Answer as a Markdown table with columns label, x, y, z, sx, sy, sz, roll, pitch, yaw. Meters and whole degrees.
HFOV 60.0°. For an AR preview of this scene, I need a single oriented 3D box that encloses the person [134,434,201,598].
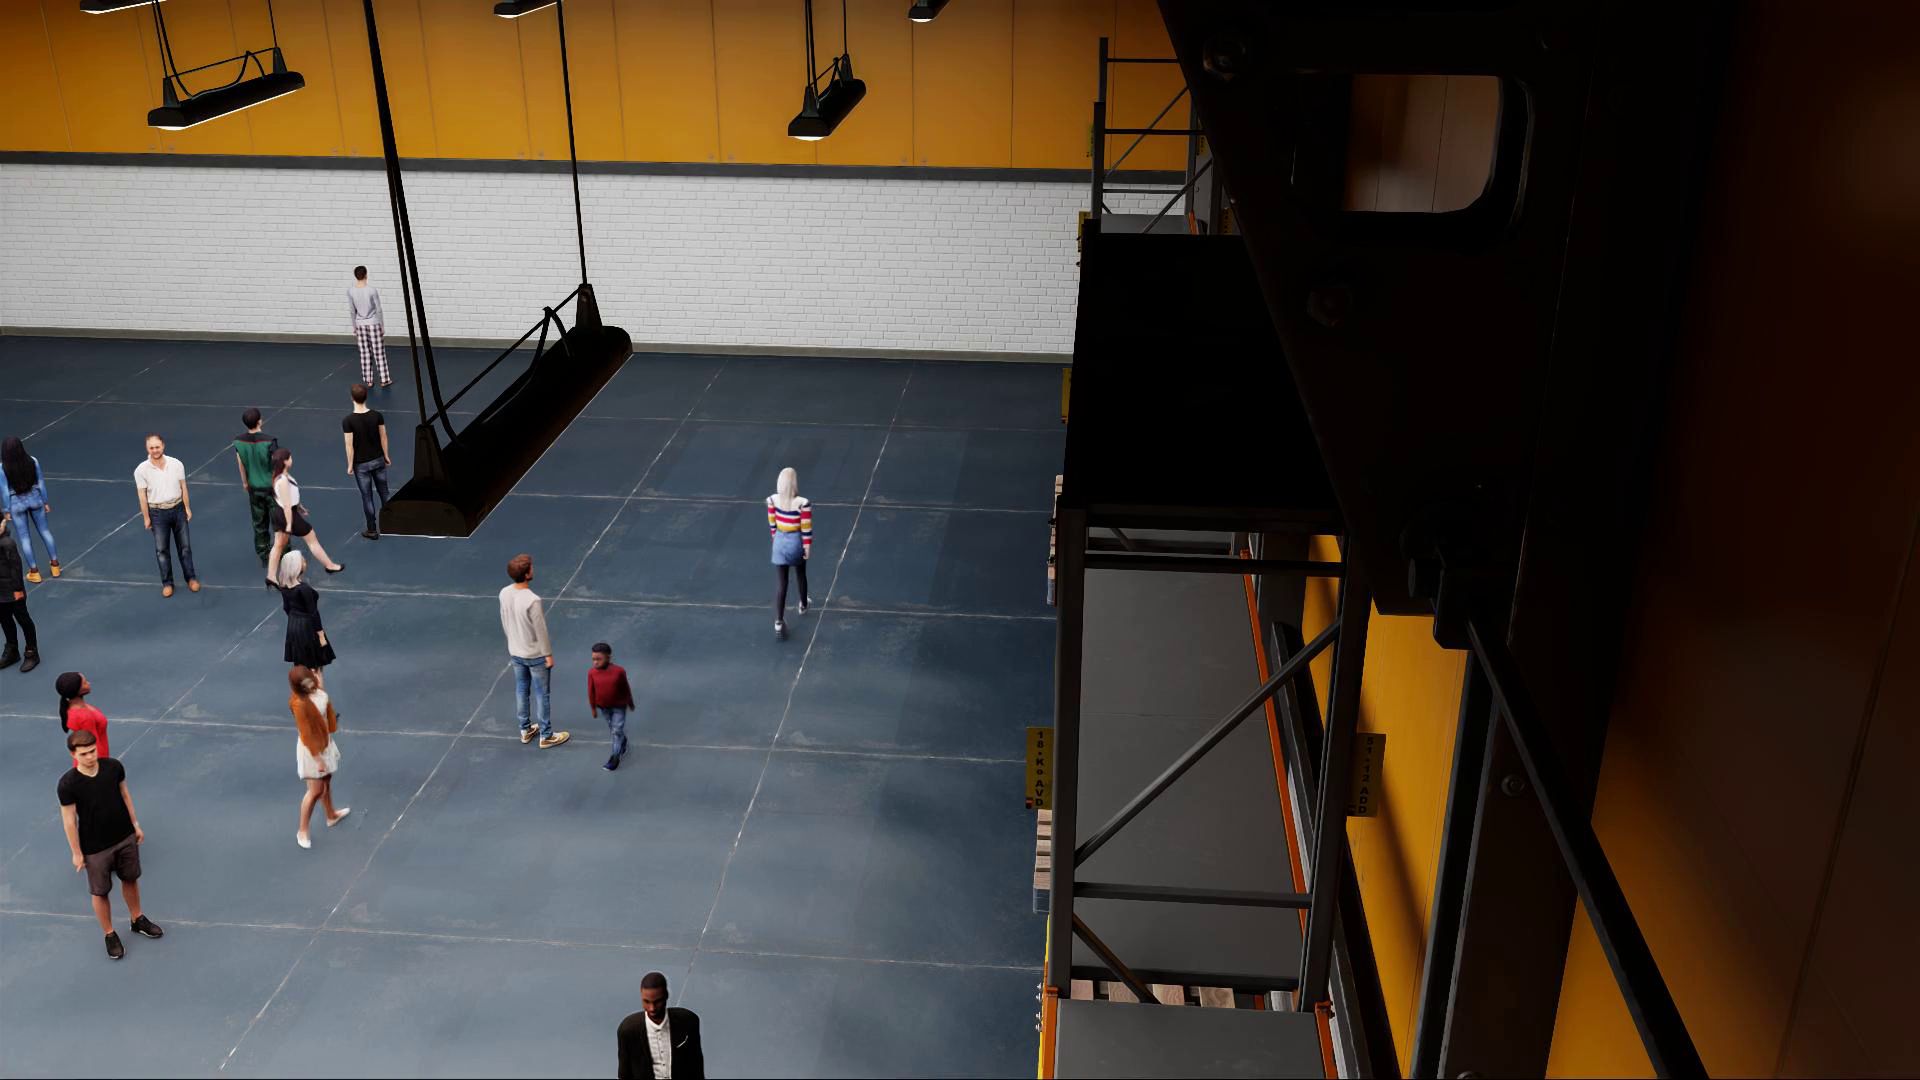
| label | x | y | z | sx | sy | sz | roll | pitch | yaw |
| --- | --- | --- | --- | --- | --- | --- | --- | --- | --- |
| person | -8.773 | -0.313 | 18.405 | 0.753 | 1.856 | 0.775 | -13 | 27 | -27 |

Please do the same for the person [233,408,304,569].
| label | x | y | z | sx | sy | sz | roll | pitch | yaw |
| --- | --- | --- | --- | --- | --- | --- | --- | --- | --- |
| person | -7.944 | -0.604 | 19.015 | 0.672 | 1.901 | 0.550 | 2 | 24 | 6 |

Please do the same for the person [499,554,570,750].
| label | x | y | z | sx | sy | sz | roll | pitch | yaw |
| --- | --- | --- | --- | --- | --- | --- | --- | --- | --- |
| person | -3.963 | 1.019 | 15.296 | 0.752 | 1.904 | 0.729 | 13 | 27 | 27 |

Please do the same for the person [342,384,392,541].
| label | x | y | z | sx | sy | sz | roll | pitch | yaw |
| --- | --- | --- | --- | --- | --- | --- | --- | --- | --- |
| person | -7.022 | -0.935 | 19.775 | 0.750 | 1.897 | 0.805 | -18 | 29 | -35 |

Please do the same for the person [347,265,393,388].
| label | x | y | z | sx | sy | sz | roll | pitch | yaw |
| --- | --- | --- | --- | --- | --- | --- | --- | --- | --- |
| person | -8.920 | -3.221 | 25.068 | 0.640 | 1.847 | 0.558 | 0 | 24 | 0 |

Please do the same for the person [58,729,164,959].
| label | x | y | z | sx | sy | sz | roll | pitch | yaw |
| --- | --- | --- | --- | --- | --- | --- | --- | --- | --- |
| person | -6.446 | 2.239 | 12.560 | 0.834 | 1.861 | 0.710 | 16 | 29 | 33 |

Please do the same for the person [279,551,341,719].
| label | x | y | z | sx | sy | sz | roll | pitch | yaw |
| --- | --- | --- | --- | --- | --- | --- | --- | --- | --- |
| person | -6.190 | 0.900 | 15.767 | 0.697 | 1.746 | 0.712 | 14 | 27 | 29 |

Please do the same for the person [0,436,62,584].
| label | x | y | z | sx | sy | sz | roll | pitch | yaw |
| --- | --- | --- | --- | --- | --- | --- | --- | --- | --- |
| person | -10.483 | -0.361 | 18.692 | 0.744 | 1.712 | 0.659 | 21 | 31 | 39 |

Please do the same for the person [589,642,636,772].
| label | x | y | z | sx | sy | sz | roll | pitch | yaw |
| --- | --- | --- | --- | --- | --- | --- | --- | --- | --- |
| person | -3.141 | 1.455 | 15.152 | 0.535 | 1.221 | 0.851 | 1 | 24 | 3 |

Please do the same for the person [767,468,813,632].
| label | x | y | z | sx | sy | sz | roll | pitch | yaw |
| --- | --- | --- | --- | --- | --- | --- | --- | --- | --- |
| person | -1.837 | 0.120 | 17.518 | 0.706 | 1.772 | 1.122 | 4 | 24 | 9 |

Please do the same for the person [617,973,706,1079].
| label | x | y | z | sx | sy | sz | roll | pitch | yaw |
| --- | --- | --- | --- | --- | --- | --- | --- | --- | --- |
| person | -1.787 | 3.373 | 10.041 | 0.729 | 1.800 | 0.671 | -6 | 24 | -13 |

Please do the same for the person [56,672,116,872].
| label | x | y | z | sx | sy | sz | roll | pitch | yaw |
| --- | --- | --- | --- | --- | --- | --- | --- | --- | --- |
| person | -7.048 | 1.868 | 13.504 | 0.776 | 1.784 | 0.725 | -21 | 31 | -39 |

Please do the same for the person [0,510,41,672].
| label | x | y | z | sx | sy | sz | roll | pitch | yaw |
| --- | --- | --- | --- | --- | --- | --- | --- | --- | --- |
| person | -9.619 | 0.456 | 16.742 | 0.661 | 1.778 | 0.624 | 6 | 24 | 13 |

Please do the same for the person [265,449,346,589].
| label | x | y | z | sx | sy | sz | roll | pitch | yaw |
| --- | --- | --- | --- | --- | --- | --- | --- | --- | --- |
| person | -7.538 | -0.189 | 18.448 | 1.076 | 1.594 | 1.035 | -16 | 28 | -33 |

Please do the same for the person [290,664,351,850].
| label | x | y | z | sx | sy | sz | roll | pitch | yaw |
| --- | --- | --- | --- | --- | --- | --- | --- | --- | --- |
| person | -5.425 | 1.709 | 13.995 | 0.908 | 1.683 | 0.697 | -10 | 25 | -21 |
